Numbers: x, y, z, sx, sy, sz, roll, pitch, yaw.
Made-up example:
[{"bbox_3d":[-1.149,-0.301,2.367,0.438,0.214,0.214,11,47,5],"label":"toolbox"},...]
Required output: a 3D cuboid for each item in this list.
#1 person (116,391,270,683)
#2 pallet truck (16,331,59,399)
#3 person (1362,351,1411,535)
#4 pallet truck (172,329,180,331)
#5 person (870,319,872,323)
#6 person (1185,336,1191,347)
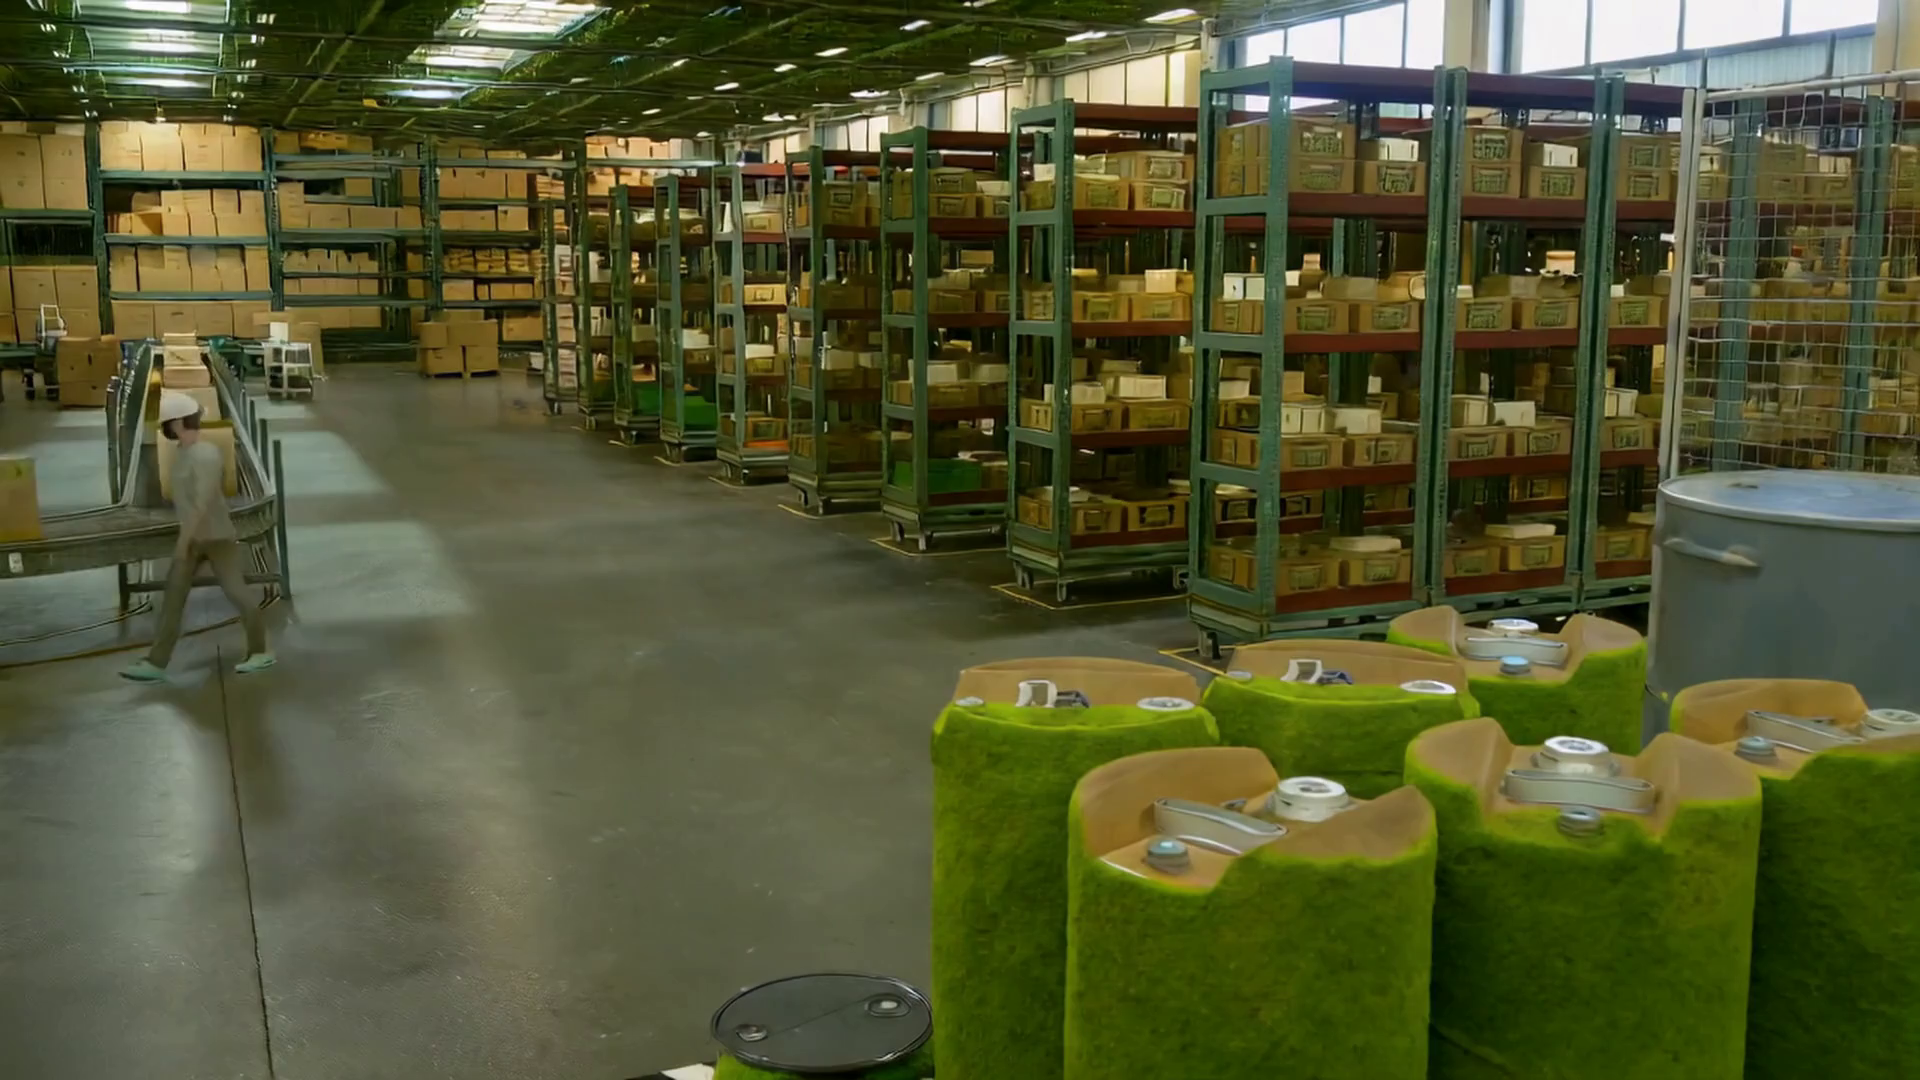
[{"bbox_3d":[-4.503,-0.009,9.755,0.541,1.713,0.925,5,11,30],"label":"person"},{"bbox_3d":[-17.082,-3.353,31.781,1.630,1.274,0.653,-4,10,-25],"label":"pallet truck"},{"bbox_3d":[3.750,-0.969,14.869,0.429,1.981,0.657,-6,11,-34],"label":"person"},{"bbox_3d":[-17.275,-3.851,35.096,1.601,1.201,0.680,0,9,1],"label":"pallet truck"},{"bbox_3d":[-3.010,-6.824,51.942,0.555,1.739,0.521,-5,11,-31],"label":"person"},{"bbox_3d":[3.390,-2.431,24.540,0.602,1.780,0.906,-1,9,-8],"label":"person"}]
